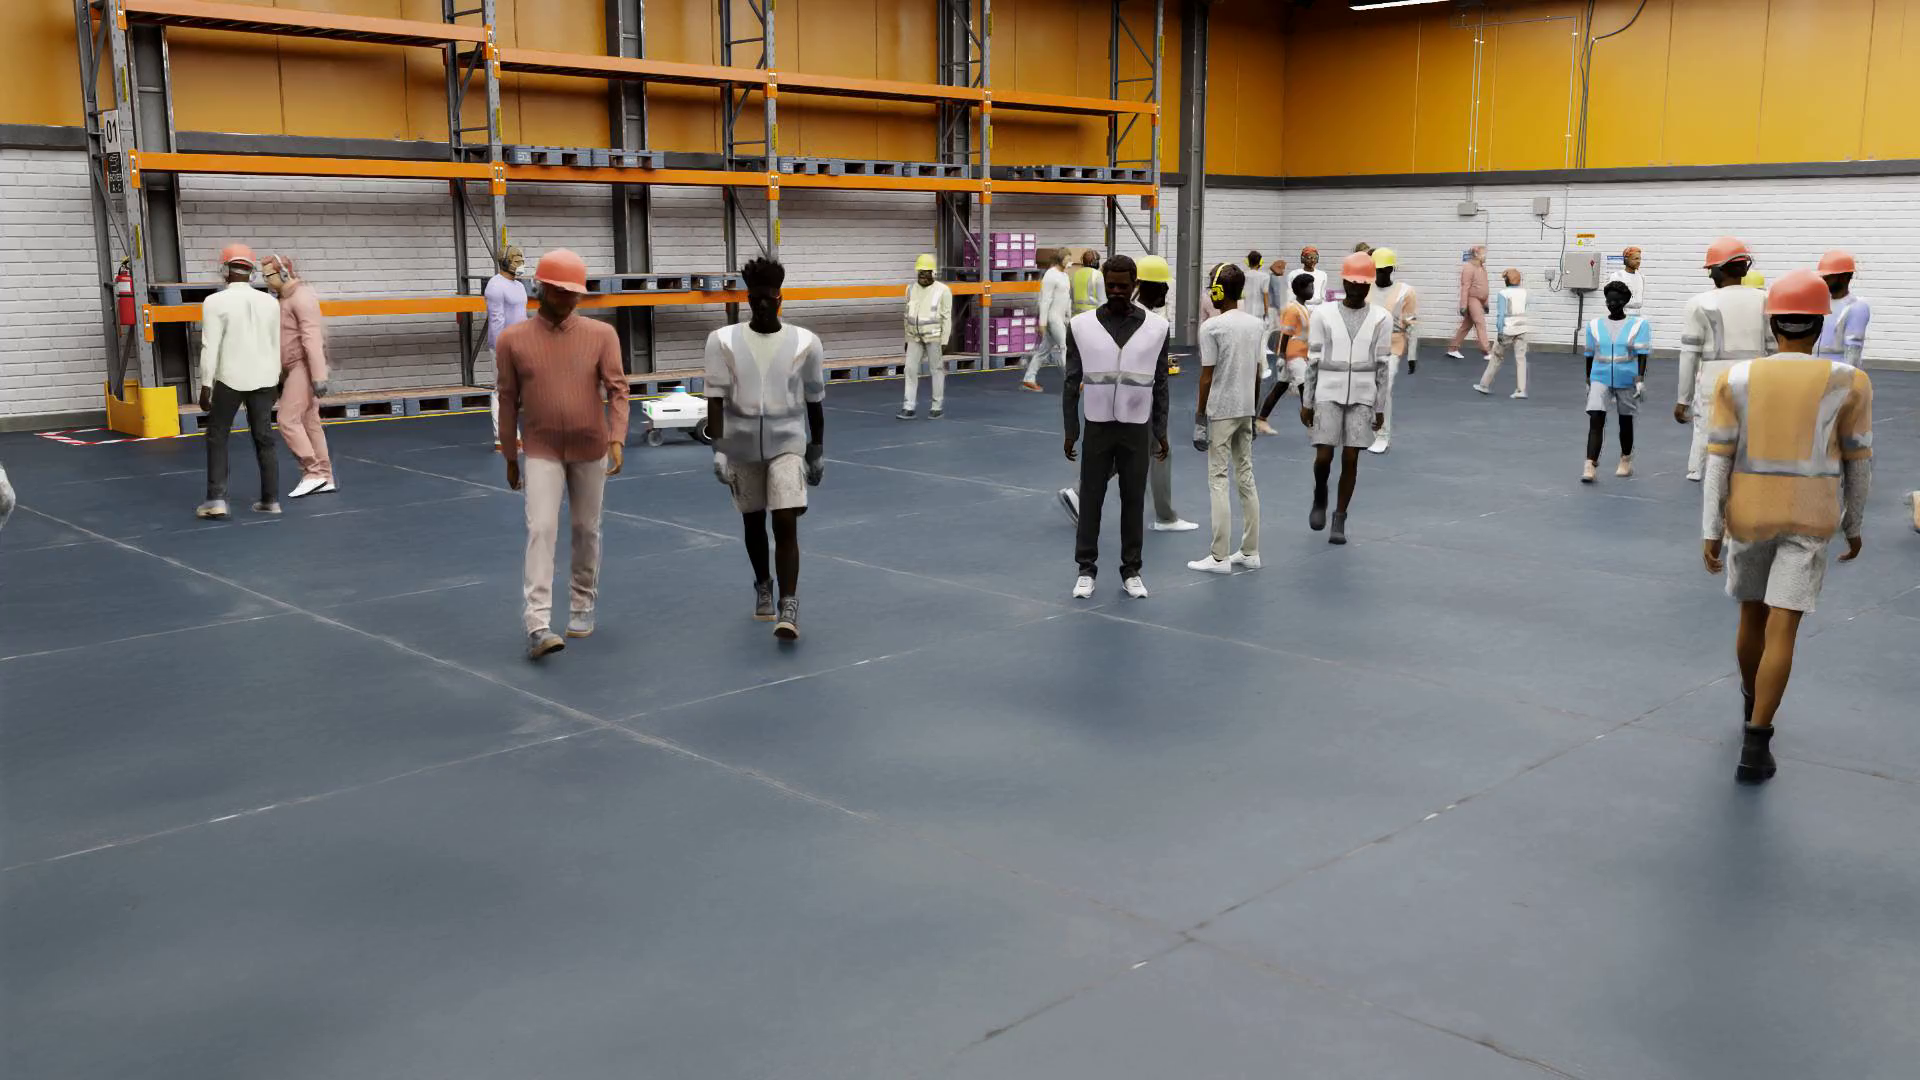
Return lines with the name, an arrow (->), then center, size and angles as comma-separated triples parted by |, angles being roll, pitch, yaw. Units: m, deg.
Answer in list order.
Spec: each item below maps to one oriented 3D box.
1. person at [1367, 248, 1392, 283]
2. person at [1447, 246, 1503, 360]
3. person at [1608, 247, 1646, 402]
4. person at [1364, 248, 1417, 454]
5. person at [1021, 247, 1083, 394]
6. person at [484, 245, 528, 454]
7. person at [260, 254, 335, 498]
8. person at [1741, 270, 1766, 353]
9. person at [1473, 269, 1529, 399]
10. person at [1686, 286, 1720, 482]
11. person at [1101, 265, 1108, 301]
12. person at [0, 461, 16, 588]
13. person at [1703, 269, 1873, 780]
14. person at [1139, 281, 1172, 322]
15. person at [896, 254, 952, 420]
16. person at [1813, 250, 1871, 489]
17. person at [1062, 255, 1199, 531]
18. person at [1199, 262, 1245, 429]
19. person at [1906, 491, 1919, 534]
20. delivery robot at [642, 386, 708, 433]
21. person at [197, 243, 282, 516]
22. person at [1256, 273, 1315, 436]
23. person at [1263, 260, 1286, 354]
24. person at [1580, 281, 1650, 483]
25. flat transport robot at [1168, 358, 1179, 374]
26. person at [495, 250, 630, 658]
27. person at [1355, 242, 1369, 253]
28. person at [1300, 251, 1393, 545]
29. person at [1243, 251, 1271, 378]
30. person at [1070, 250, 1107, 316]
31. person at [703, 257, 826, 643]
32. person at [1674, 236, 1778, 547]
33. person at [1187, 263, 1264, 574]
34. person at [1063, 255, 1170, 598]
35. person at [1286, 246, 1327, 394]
person -> 5.171, -2.709, 20.807 | 0.525, 1.854, 0.475 | 6, 12, 30
person -> 8.400, -3.858, 27.095 | 0.980, 1.860, 0.659 | 8, 13, 37
person -> 8.122, -2.625, 20.291 | 0.575, 1.882, 0.360 | -6, 12, -28
person -> 3.878, -1.741, 15.411 | 0.619, 1.902, 0.650 | 9, 14, 40
person -> 1.242, -2.811, 21.345 | 1.050, 1.878, 0.635 | 4, 11, 20
person -> -4.199, -1.767, 15.504 | 0.369, 1.932, 0.623 | 2, 11, 11
person -> -5.163, -1.267, 12.891 | 0.549, 1.877, 0.686 | -7, 12, -34
person -> 6.648, -1.409, 14.087 | 0.512, 1.716, 0.708 | 4, 11, 22
person -> 6.836, -2.583, 20.832 | 0.513, 1.598, 0.848 | -4, 11, -21
person -> 6.212, -1.281, 13.626 | 0.511, 1.641, 0.307 | 4, 11, 20
person -> 2.243, -3.470, 25.624 | 0.505, 1.622, 0.403 | 10, 15, 44
person -> -5.514, -0.542, 9.101 | 0.432, 1.821, 0.595 | 4, 11, 19
person -> 3.173, -0.082, 6.399 | 0.550, 1.886, 0.997 | 8, 13, 38
person -> 3.006, -3.480, 25.715 | 0.554, 1.631, 0.467 | 1, 10, 7
person -> -0.424, -2.196, 18.143 | 0.623, 1.807, 0.714 | 6, 12, 28
person -> 6.694, -1.230, 12.618 | 0.610, 1.917, 0.545 | -2, 10, -8
person -> 1.172, -0.987, 11.338 | 0.871, 1.899, 0.602 | 0, 10, 0
person -> 2.677, -1.947, 16.941 | 0.412, 1.743, 0.551 | -10, 15, -44
person -> 6.434, -0.832, 10.682 | 0.510, 1.826, 0.737 | -3, 11, -16
delivery robot -> -2.714, -1.249, 16.155 | 0.707, 0.478, 0.477 | -4, 11, -21
person -> -5.206, -1.138, 12.024 | 0.434, 1.963, 0.727 | 7, 13, 35
person -> 3.344, -1.831, 16.600 | 0.883, 1.645, 0.536 | 4, 11, 22
person -> 5.307, -3.950, 28.264 | 0.406, 1.602, 0.541 | 0, 10, 0
person -> 5.405, -1.307, 13.730 | 0.531, 1.649, 0.874 | 6, 12, 30
flat transport robot -> 2.477, -2.559, 24.329 | 1.431, 0.197, 0.652 | 1, 10, 7
person -> -1.912, -0.420, 8.099 | 0.617, 1.941, 0.864 | -3, 11, -18
person -> 6.575, -4.032, 27.902 | 0.850, 1.918, 0.634 | 6, 12, 30
person -> 2.540, -0.927, 10.938 | 0.572, 1.915, 0.500 | 1, 10, 5
person -> 4.102, -3.131, 23.289 | 0.552, 1.798, 0.992 | 5, 12, 27
person -> 1.731, -2.919, 22.033 | 0.438, 1.829, 0.656 | -8, 13, -37
person -> -0.983, -0.459, 8.404 | 0.597, 1.904, 0.988 | 0, 10, -2
person -> 5.013, -0.962, 10.873 | 0.622, 2.015, 0.533 | -1, 10, -3
person -> 1.612, -0.728, 10.028 | 0.507, 1.861, 0.328 | -8, 13, -37
person -> 0.872, -0.629, 9.313 | 0.597, 1.915, 0.370 | 0, 10, -1
person -> 4.432, -2.809, 21.286 | 0.585, 1.882, 0.337 | -4, 11, -20
